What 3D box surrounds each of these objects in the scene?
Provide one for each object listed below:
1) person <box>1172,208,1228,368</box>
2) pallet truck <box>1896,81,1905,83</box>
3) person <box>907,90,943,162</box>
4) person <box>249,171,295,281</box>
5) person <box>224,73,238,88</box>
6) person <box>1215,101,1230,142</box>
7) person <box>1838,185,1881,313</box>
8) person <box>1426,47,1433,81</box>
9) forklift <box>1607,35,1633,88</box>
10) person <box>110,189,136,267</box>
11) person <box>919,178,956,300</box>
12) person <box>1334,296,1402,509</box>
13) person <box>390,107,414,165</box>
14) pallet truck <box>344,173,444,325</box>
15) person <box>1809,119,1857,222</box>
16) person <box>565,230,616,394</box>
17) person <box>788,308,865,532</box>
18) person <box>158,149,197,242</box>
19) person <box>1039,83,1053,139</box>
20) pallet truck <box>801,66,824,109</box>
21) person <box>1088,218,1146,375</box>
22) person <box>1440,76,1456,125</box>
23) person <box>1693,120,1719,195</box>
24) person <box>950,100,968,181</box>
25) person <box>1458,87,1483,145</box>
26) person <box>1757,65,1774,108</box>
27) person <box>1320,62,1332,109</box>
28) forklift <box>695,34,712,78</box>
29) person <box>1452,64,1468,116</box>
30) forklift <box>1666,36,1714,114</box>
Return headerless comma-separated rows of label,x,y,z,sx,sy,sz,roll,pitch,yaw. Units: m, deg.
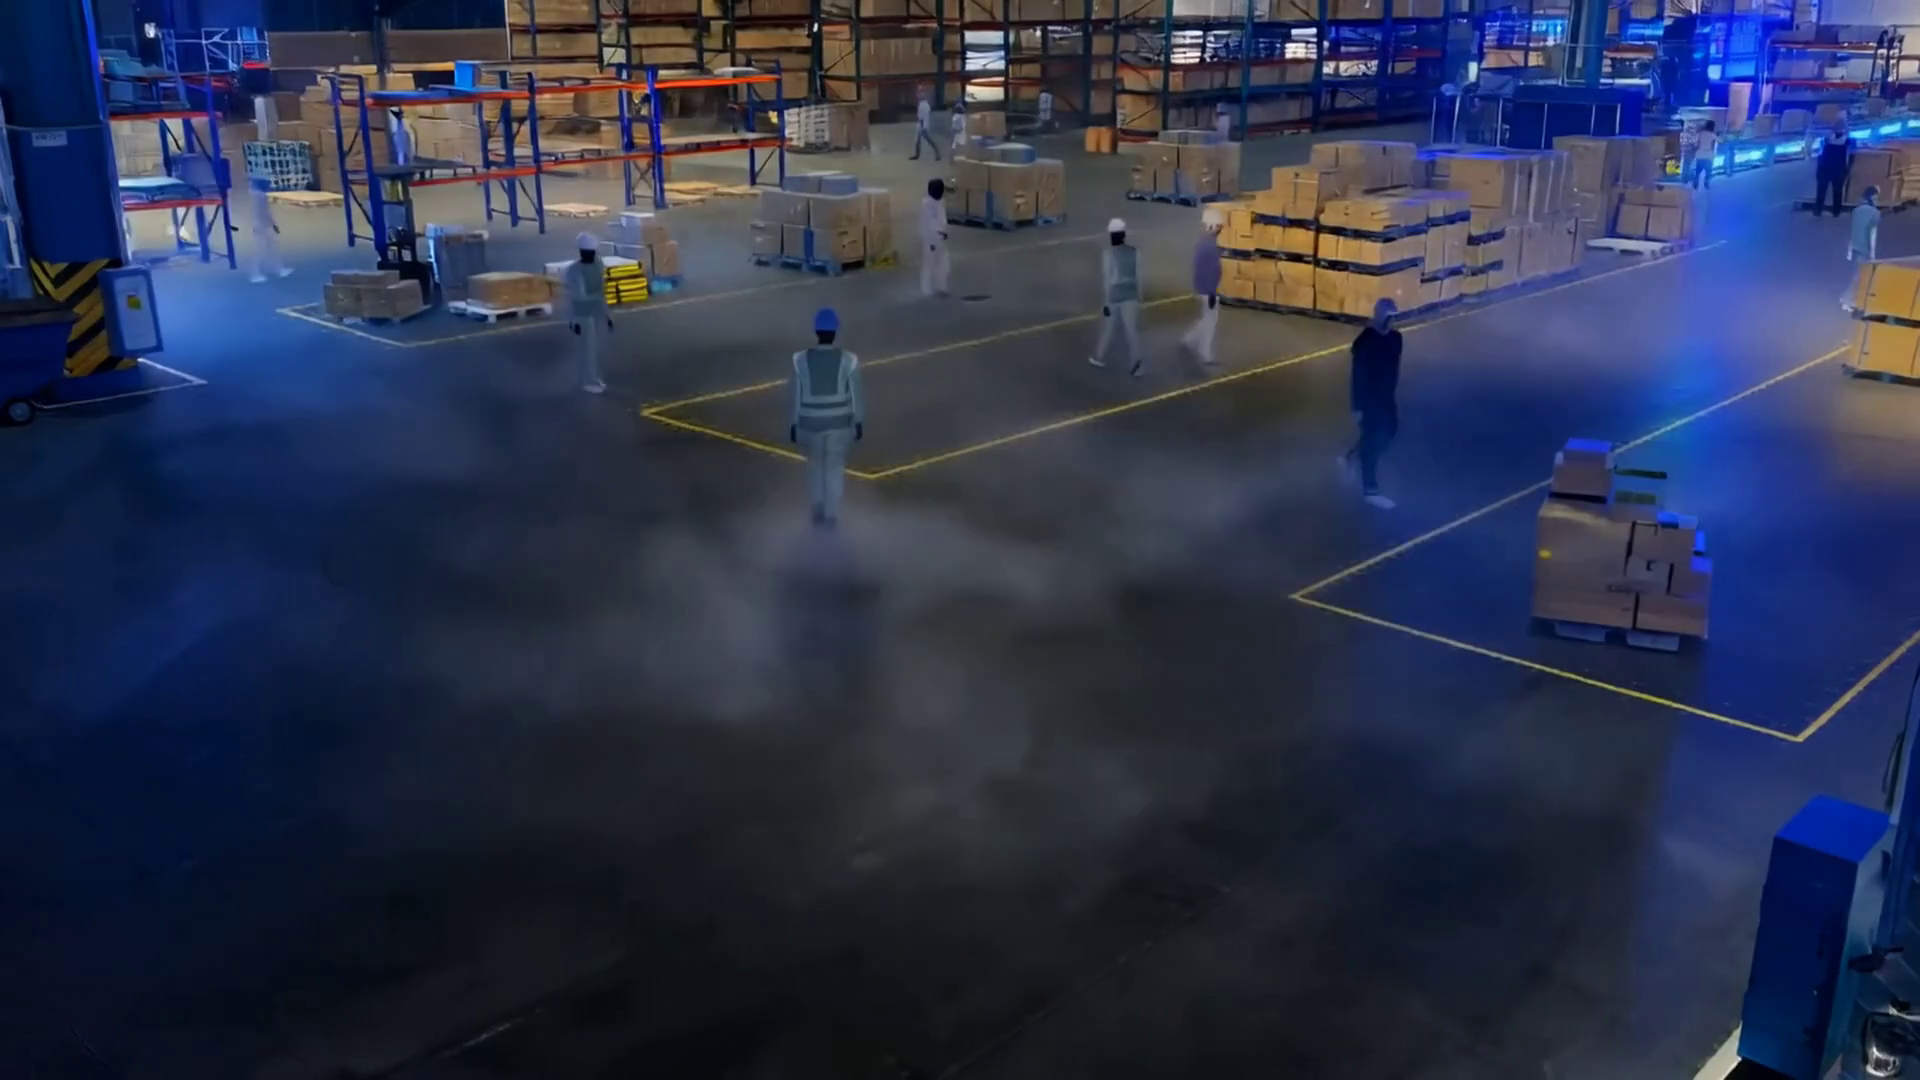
person,3.008,-3.099,20.523,0.573,1.976,0.623,2,18,6
pallet truck,34.802,-16.331,61.455,0.653,1.274,1.630,17,25,41
person,-0.917,-11.255,45.195,0.997,1.926,0.623,6,19,19
person,-11.161,-5.075,26.870,0.838,1.734,0.539,-16,24,-39
person,-23.617,-14.187,54.048,0.590,1.910,0.388,10,21,27
person,6.348,-9.666,40.395,0.412,1.923,0.569,8,20,22
person,13.002,-4.176,23.974,0.431,1.851,0.550,-4,19,-12
person,22.056,-22.159,78.018,0.547,1.938,0.359,15,23,37
forklift,25.243,-17.916,63.760,1.129,2.768,1.873,17,25,41
person,-12.486,-4.384,24.838,0.317,1.696,0.540,-11,21,-30
person,-0.303,-4.511,25.027,0.638,1.819,0.650,8,20,23
person,3.721,-1.274,15.127,0.633,1.921,0.690,-14,23,-36
person,-13.769,-9.846,41.068,0.516,1.842,0.326,-8,20,-22
pallet truck,-8.209,-4.181,23.757,0.823,1.965,1.885,3,19,9
person,17.624,-7.464,33.581,0.688,2.000,0.536,16,24,39
person,-4.264,-2.628,19.208,0.456,1.907,0.611,13,22,34
person,-1.151,-1.059,14.455,0.652,1.926,0.643,0,18,0
person,-14.613,-6.402,30.912,0.878,1.701,0.497,8,20,22
person,2.702,-13.457,52.177,0.318,1.697,0.535,-14,23,-36
pallet truck,-4.812,-15.182,56.903,0.823,1.965,1.885,-9,21,-26
person,1.975,-2.979,20.339,0.575,1.874,1.013,-9,20,-25
person,16.742,-15.097,57.145,0.542,1.677,0.672,13,23,35
person,17.033,-8.734,37.982,0.611,1.676,0.551,-17,25,-42
person,-0.043,-9.745,40.617,0.361,1.938,0.546,11,21,30
person,15.005,-12.389,48.839,0.963,1.769,0.589,-17,25,-41
person,31.743,-17.851,65.511,0.507,1.632,0.274,12,22,32
person,13.550,-16.701,61.571,0.629,1.939,0.374,-11,21,-29
forklift,-9.855,-18.236,64.726,1.129,2.768,1.873,17,25,41
person,18.351,-16.540,61.163,0.517,1.886,0.669,13,22,34
forklift,27.341,-17.291,61.877,1.129,2.768,1.873,17,25,41
